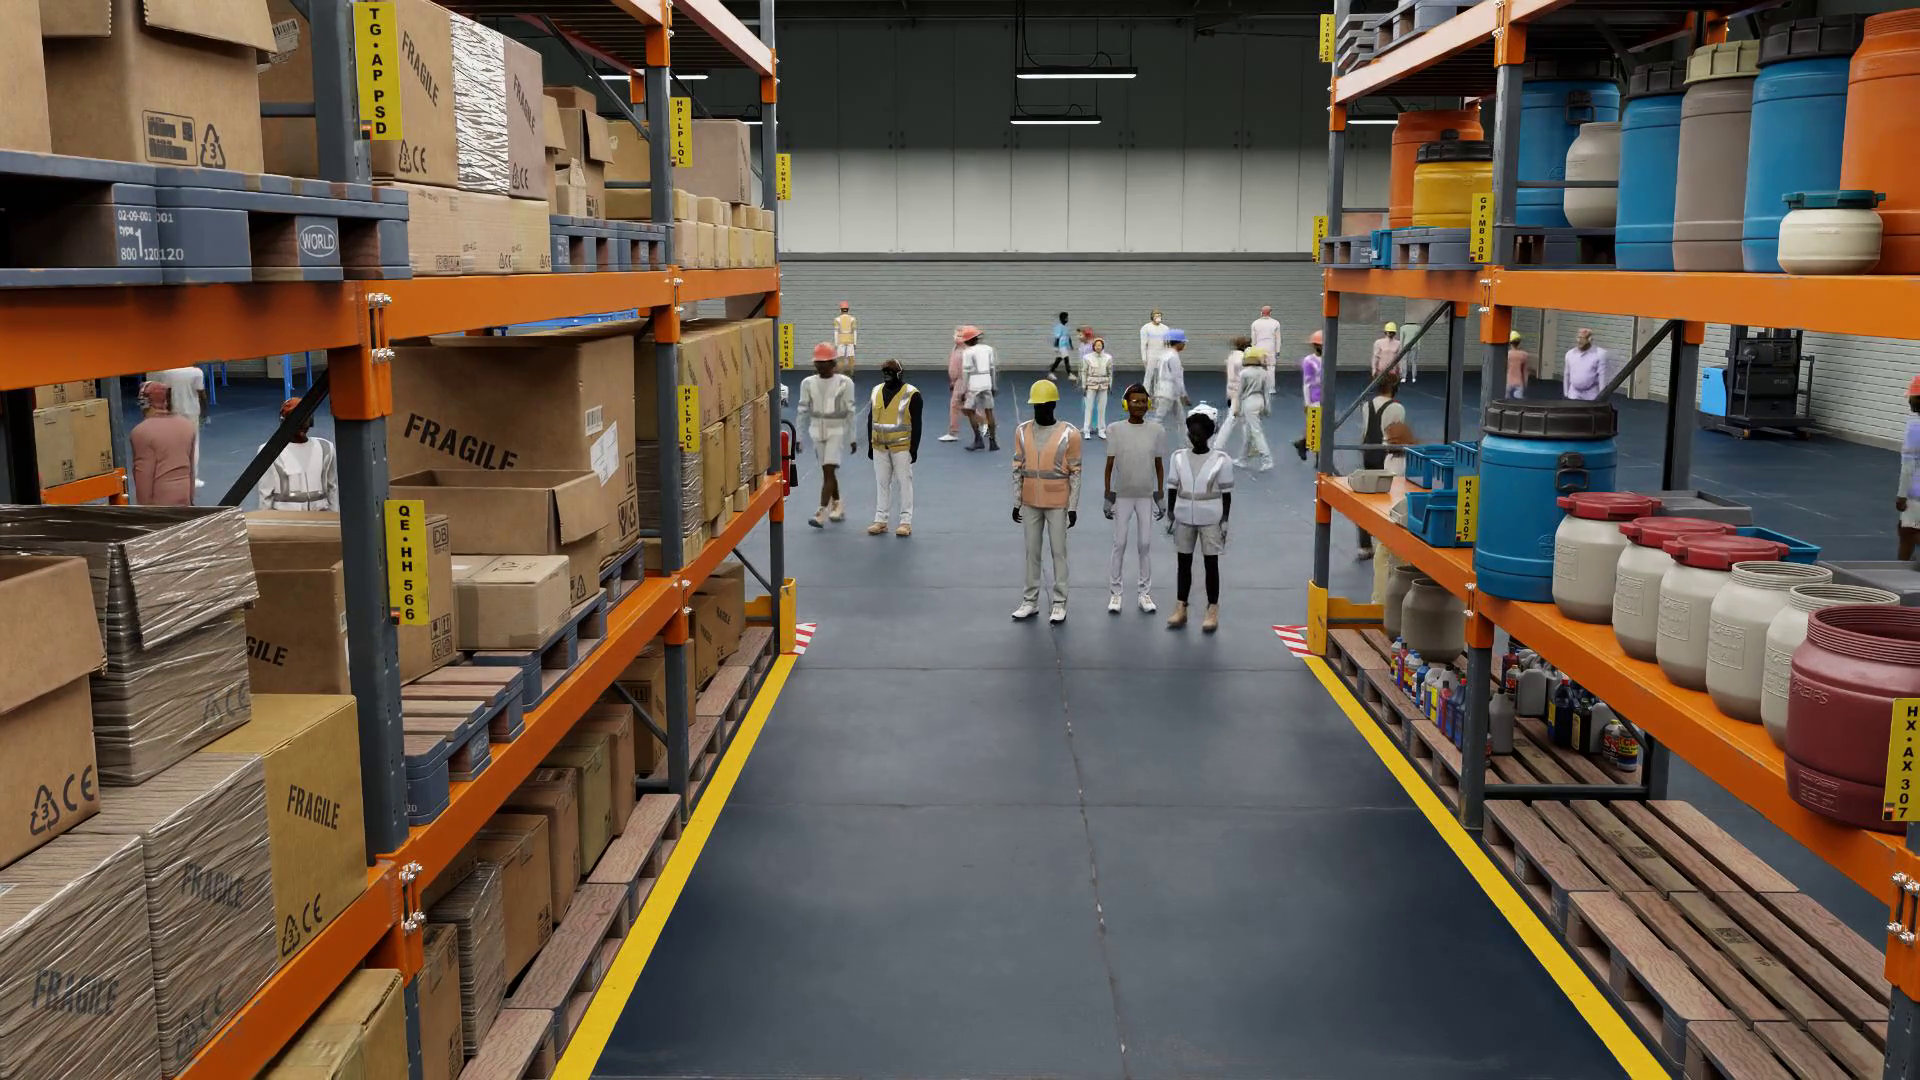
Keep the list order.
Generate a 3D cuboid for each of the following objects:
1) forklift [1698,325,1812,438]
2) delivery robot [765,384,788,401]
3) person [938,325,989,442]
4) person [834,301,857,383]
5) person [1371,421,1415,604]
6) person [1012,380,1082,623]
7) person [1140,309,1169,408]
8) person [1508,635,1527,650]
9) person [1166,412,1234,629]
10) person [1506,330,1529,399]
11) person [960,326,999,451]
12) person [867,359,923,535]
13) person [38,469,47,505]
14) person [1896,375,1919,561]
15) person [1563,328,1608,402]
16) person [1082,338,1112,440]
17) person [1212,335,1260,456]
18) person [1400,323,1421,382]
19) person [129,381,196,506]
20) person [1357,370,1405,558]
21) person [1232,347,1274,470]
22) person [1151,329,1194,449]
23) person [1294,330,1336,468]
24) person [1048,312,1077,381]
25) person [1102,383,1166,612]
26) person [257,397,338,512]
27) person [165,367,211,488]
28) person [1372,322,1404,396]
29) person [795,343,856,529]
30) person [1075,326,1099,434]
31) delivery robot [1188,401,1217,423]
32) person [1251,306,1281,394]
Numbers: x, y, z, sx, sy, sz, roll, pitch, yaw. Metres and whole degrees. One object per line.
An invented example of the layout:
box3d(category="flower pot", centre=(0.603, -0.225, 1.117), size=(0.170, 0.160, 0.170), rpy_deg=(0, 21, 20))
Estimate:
box3d(category="forklift", centre=(13.248, -3.165, 27.620), size=(1.129, 2.768, 1.873), rpy_deg=(0, 9, 1))
box3d(category="delivery robot", centre=(-3.708, -2.989, 33.238), size=(0.477, 0.478, 0.707), rpy_deg=(-5, 11, -28))
box3d(category="person", centre=(0.091, -2.512, 26.621), size=(0.835, 1.859, 0.649), rpy_deg=(-2, 10, -13))
box3d(category="person", centre=(-2.723, -4.707, 39.535), size=(0.543, 1.942, 0.349), rpy_deg=(-2, 10, -12))
box3d(category="person", centre=(3.537, -0.153, 13.259), size=(0.757, 1.605, 0.504), rpy_deg=(0, 9, 1))
box3d(category="person", centre=(0.677, -0.314, 13.265), size=(0.589, 1.927, 0.368), rpy_deg=(5, 11, 26))
box3d(category="person", centre=(3.855, -3.588, 32.842), size=(0.631, 1.940, 0.372), rpy_deg=(-5, 11, -27))
box3d(category="person", centre=(4.295, -0.107, 12.305), size=(0.590, 1.833, 0.404), rpy_deg=(-7, 12, -36))
box3d(category="person", centre=(1.861, -0.154, 12.994), size=(0.540, 1.695, 0.317), rpy_deg=(5, 11, 27))
box3d(category="person", centre=(8.986, -2.524, 27.007), size=(0.535, 1.747, 0.645), rpy_deg=(0, 9, -2))
box3d(category="person", centre=(0.309, -2.311, 25.368), size=(0.632, 1.887, 0.476), rpy_deg=(-7, 12, -37))
box3d(category="person", centre=(-0.708, -0.976, 17.489), size=(0.621, 1.845, 0.429), rpy_deg=(5, 11, 26))
box3d(category="person", centre=(-4.313, 0.615, 7.620), size=(0.622, 1.961, 0.872), rpy_deg=(-1, 10, -8))
box3d(category="person", centre=(8.238, -0.440, 14.109), size=(0.542, 1.911, 0.816), rpy_deg=(-7, 12, -36))
box3d(category="person", centre=(9.317, -2.216, 24.771), size=(0.665, 1.887, 0.652), rpy_deg=(7, 12, 38))
box3d(category="person", centre=(2.221, -2.451, 26.924), size=(0.517, 1.639, 0.313), rpy_deg=(-2, 10, -13))
box3d(category="person", centre=(4.106, -2.117, 24.475), size=(0.963, 1.805, 0.615), rpy_deg=(-2, 10, -9))
box3d(category="person", centre=(10.745, -4.583, 39.712), size=(0.505, 1.633, 0.279), rpy_deg=(1, 10, 8))
box3d(category="person", centre=(-6.429, -0.324, 13.396), size=(0.402, 1.904, 0.652), rpy_deg=(2, 10, 13))
box3d(category="person", centre=(4.132, -0.741, 16.148), size=(0.665, 1.824, 0.530), rpy_deg=(-8, 12, -40))
box3d(category="person", centre=(4.082, -1.822, 23.006), size=(0.486, 1.698, 0.854), rpy_deg=(-7, 12, -36))
box3d(category="person", centre=(3.056, -2.110, 24.170), size=(1.040, 1.895, 0.615), rpy_deg=(1, 10, 6))
box3d(category="person", centre=(4.971, -1.973, 23.212), size=(0.560, 1.922, 0.694), rpy_deg=(-8, 12, -40))
box3d(category="person", centre=(2.486, -4.701, 40.363), size=(0.857, 1.652, 0.535), rpy_deg=(4, 10, 22))
box3d(category="person", centre=(1.430, -0.349, 13.630), size=(0.528, 1.876, 0.323), rpy_deg=(0, 9, -3))
box3d(category="person", centre=(-4.773, -0.091, 12.065), size=(0.575, 1.882, 0.361), rpy_deg=(-9, 13, -44))
box3d(category="person", centre=(-9.824, -1.597, 21.179), size=(0.556, 1.851, 0.401), rpy_deg=(1, 10, 5))
box3d(category="person", centre=(7.890, -3.114, 30.547), size=(0.555, 1.743, 0.617), rpy_deg=(-1, 9, -4))
box3d(category="person", centre=(-1.469, -1.145, 18.075), size=(0.634, 1.984, 1.070), rpy_deg=(3, 10, 18))
box3d(category="person", centre=(2.124, -2.657, 27.653), size=(0.665, 1.802, 0.597), rpy_deg=(-3, 10, -20))
box3d(category="delivery robot", centre=(4.060, -2.083, 27.810), size=(0.477, 0.478, 0.707), rpy_deg=(4, 10, 23))
box3d(category="person", centre=(6.649, -4.130, 36.170), size=(0.642, 1.913, 0.409), rpy_deg=(2, 10, 13))
